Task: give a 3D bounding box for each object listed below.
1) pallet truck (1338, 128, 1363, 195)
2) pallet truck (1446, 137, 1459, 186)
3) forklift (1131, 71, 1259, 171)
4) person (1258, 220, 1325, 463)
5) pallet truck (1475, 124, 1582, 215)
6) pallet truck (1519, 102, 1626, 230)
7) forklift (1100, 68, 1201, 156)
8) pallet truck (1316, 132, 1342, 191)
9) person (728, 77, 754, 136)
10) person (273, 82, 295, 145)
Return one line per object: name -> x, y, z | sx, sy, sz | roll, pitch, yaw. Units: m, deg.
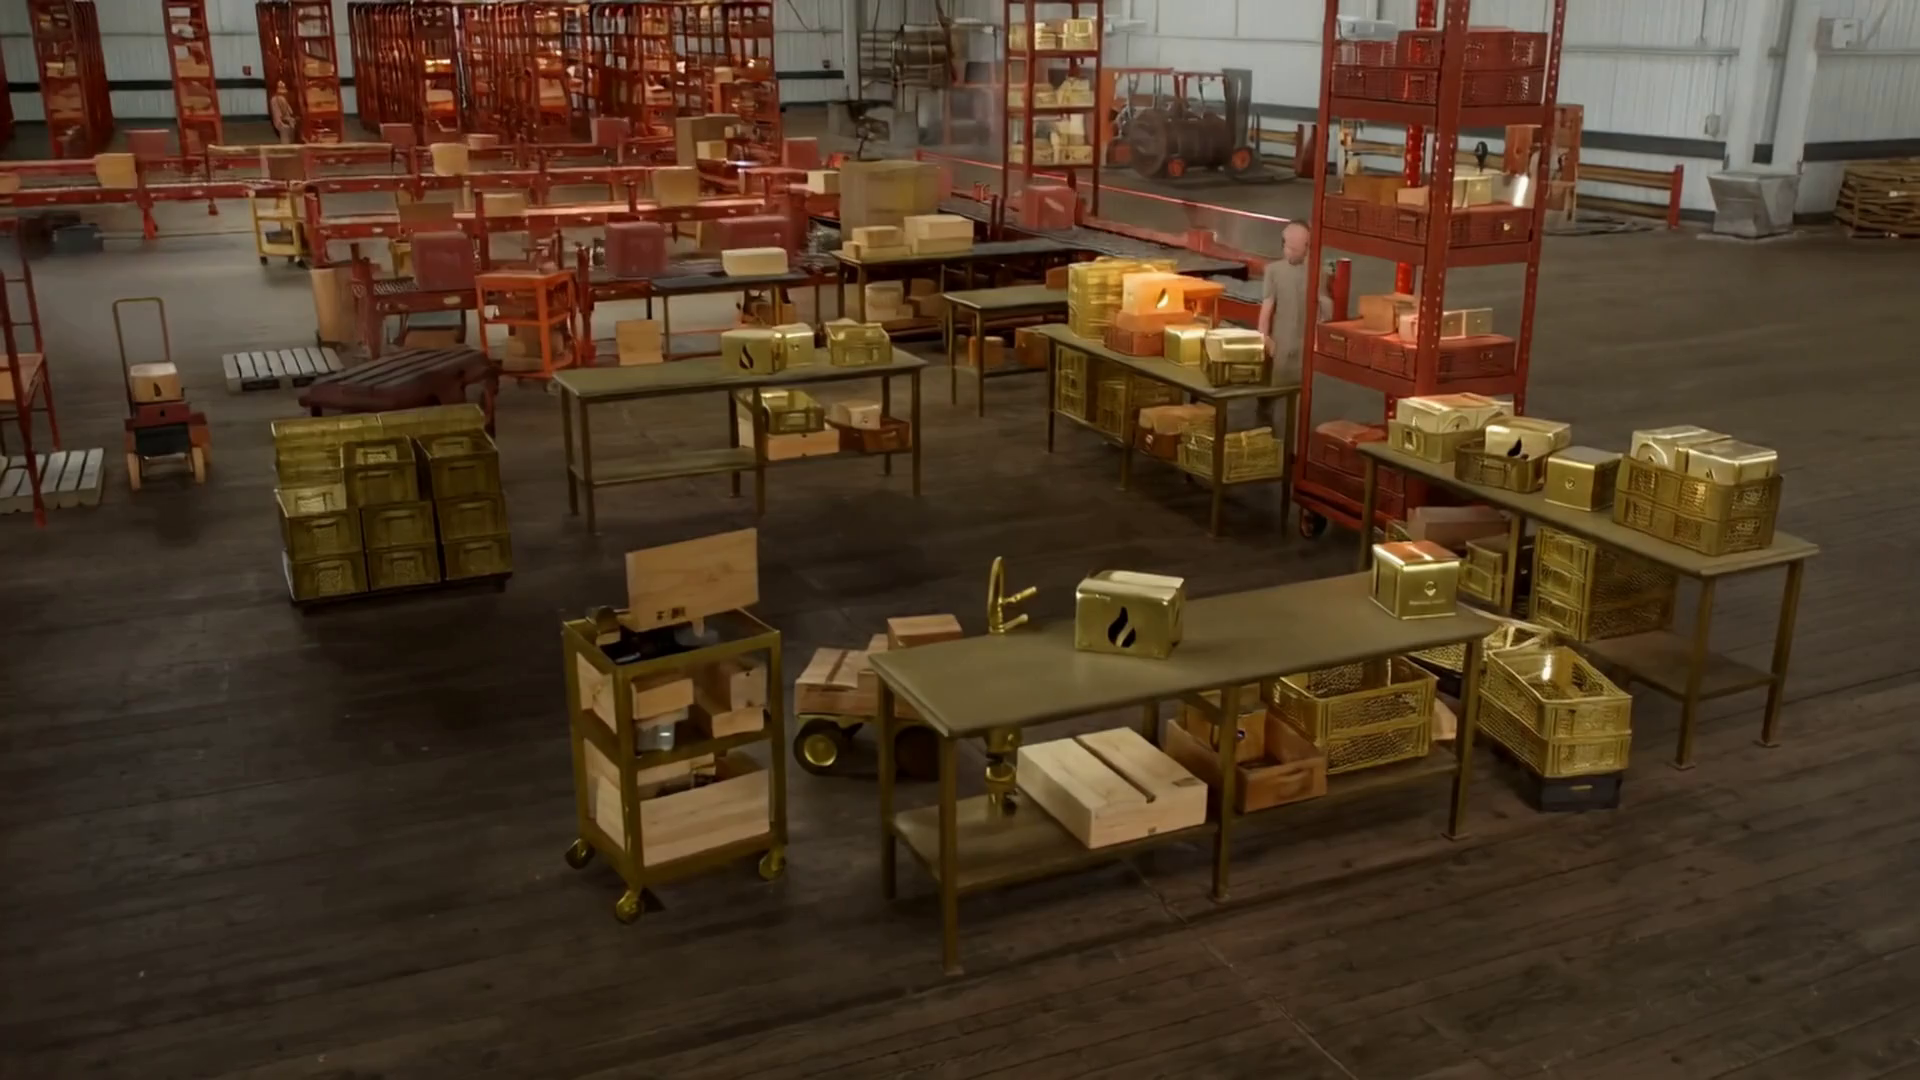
pallet truck -> 7.845, -7.140, 31.411 | 1.522, 1.261, 0.704 | -9, 20, -25
pallet truck -> 9.184, -6.485, 29.328 | 1.630, 1.274, 0.653 | -8, 19, -23
forklift -> 4.998, -8.936, 35.413 | 2.680, 1.987, 1.157 | -9, 20, -25
person -> 2.526, -1.511, 12.752 | 0.533, 1.860, 0.310 | -1, 18, -4
pallet truck -> 9.707, -6.455, 28.103 | 1.885, 1.965, 0.823 | -7, 19, -20
pallet truck -> 9.972, -6.037, 26.785 | 1.885, 1.965, 0.823 | -9, 20, -25
forklift -> 4.082, -9.564, 37.410 | 2.680, 1.987, 1.157 | -8, 19, -23
pallet truck -> 7.723, -7.504, 32.656 | 1.601, 1.201, 0.680 | -8, 19, -23
person -> -4.930, -9.412, 37.439 | 0.608, 1.984, 0.397 | 3, 18, 10
person -> -15.380, -9.483, 37.910 | 0.403, 1.830, 0.600 | -2, 18, -5
